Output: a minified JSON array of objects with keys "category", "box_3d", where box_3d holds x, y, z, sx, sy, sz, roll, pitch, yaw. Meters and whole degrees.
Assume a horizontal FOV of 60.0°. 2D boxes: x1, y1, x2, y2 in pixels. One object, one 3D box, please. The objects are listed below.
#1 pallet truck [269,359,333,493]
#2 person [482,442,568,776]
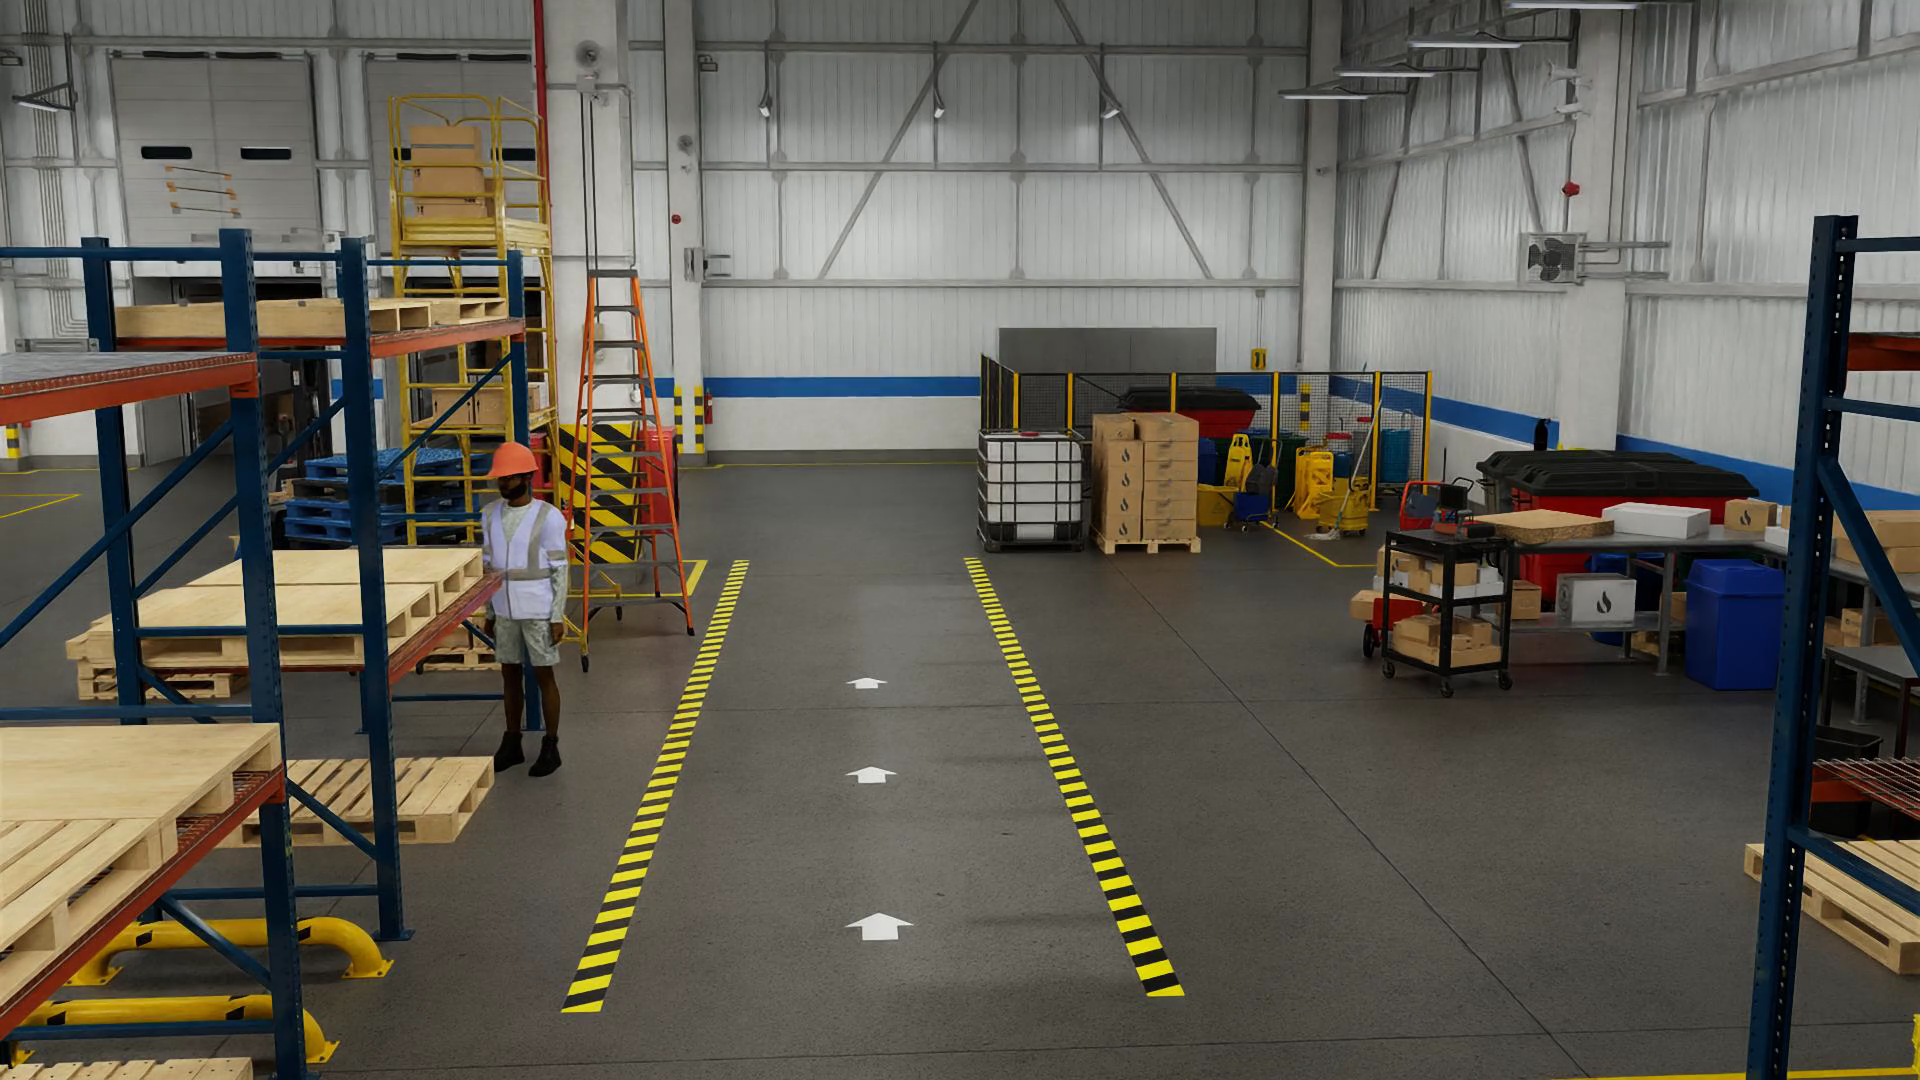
[{"category":"pallet truck","box_3d":[-7.062,-1.131,18.996,1.885,1.965,0.823,2,9,13]},{"category":"person","box_3d":[-2.518,0.399,9.571,0.546,1.939,0.375,3,10,20]}]
